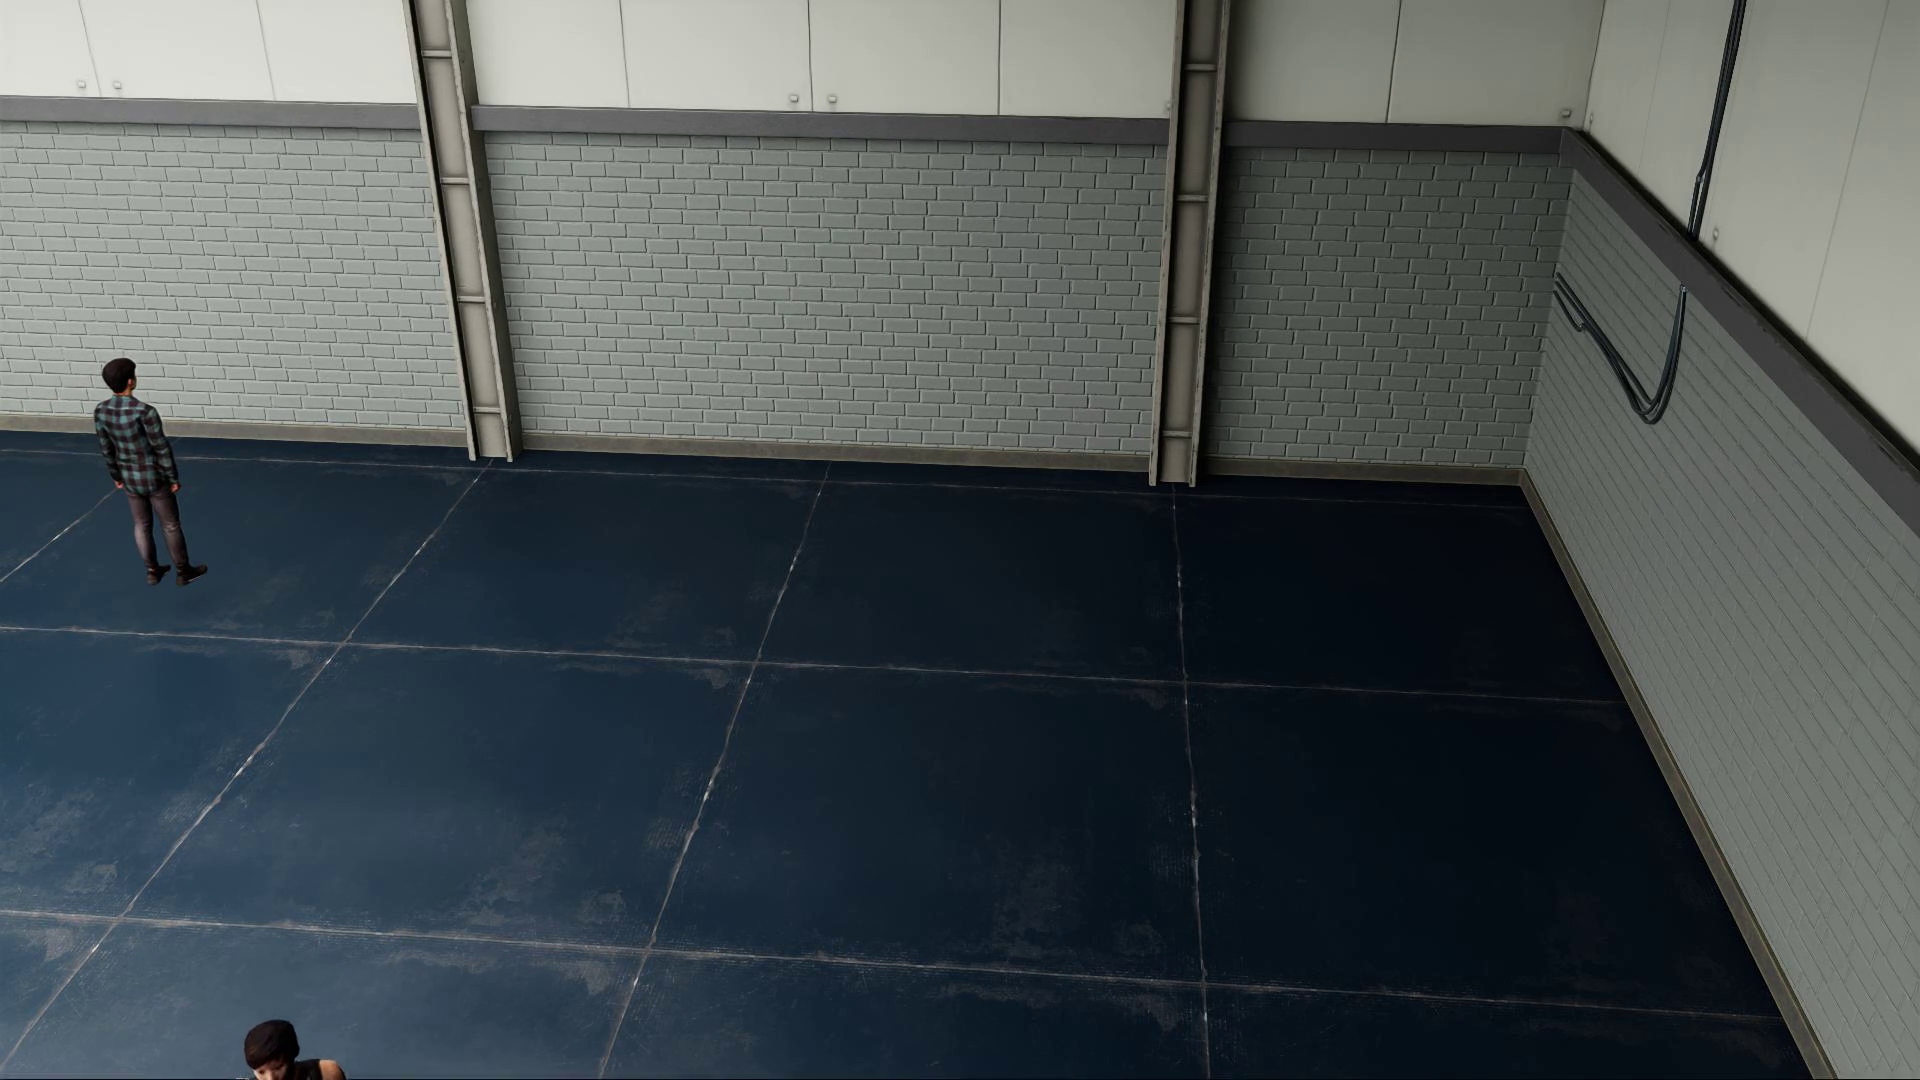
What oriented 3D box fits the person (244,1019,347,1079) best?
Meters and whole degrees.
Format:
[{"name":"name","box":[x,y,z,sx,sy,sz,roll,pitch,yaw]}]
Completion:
[{"name":"person","box":[-2.648,2.507,6.770,0.953,1.573,0.909,-11,29,-21]}]

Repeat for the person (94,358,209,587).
[{"name":"person","box":[-5.771,-0.480,11.769,0.507,1.712,0.717,4,28,8]}]
